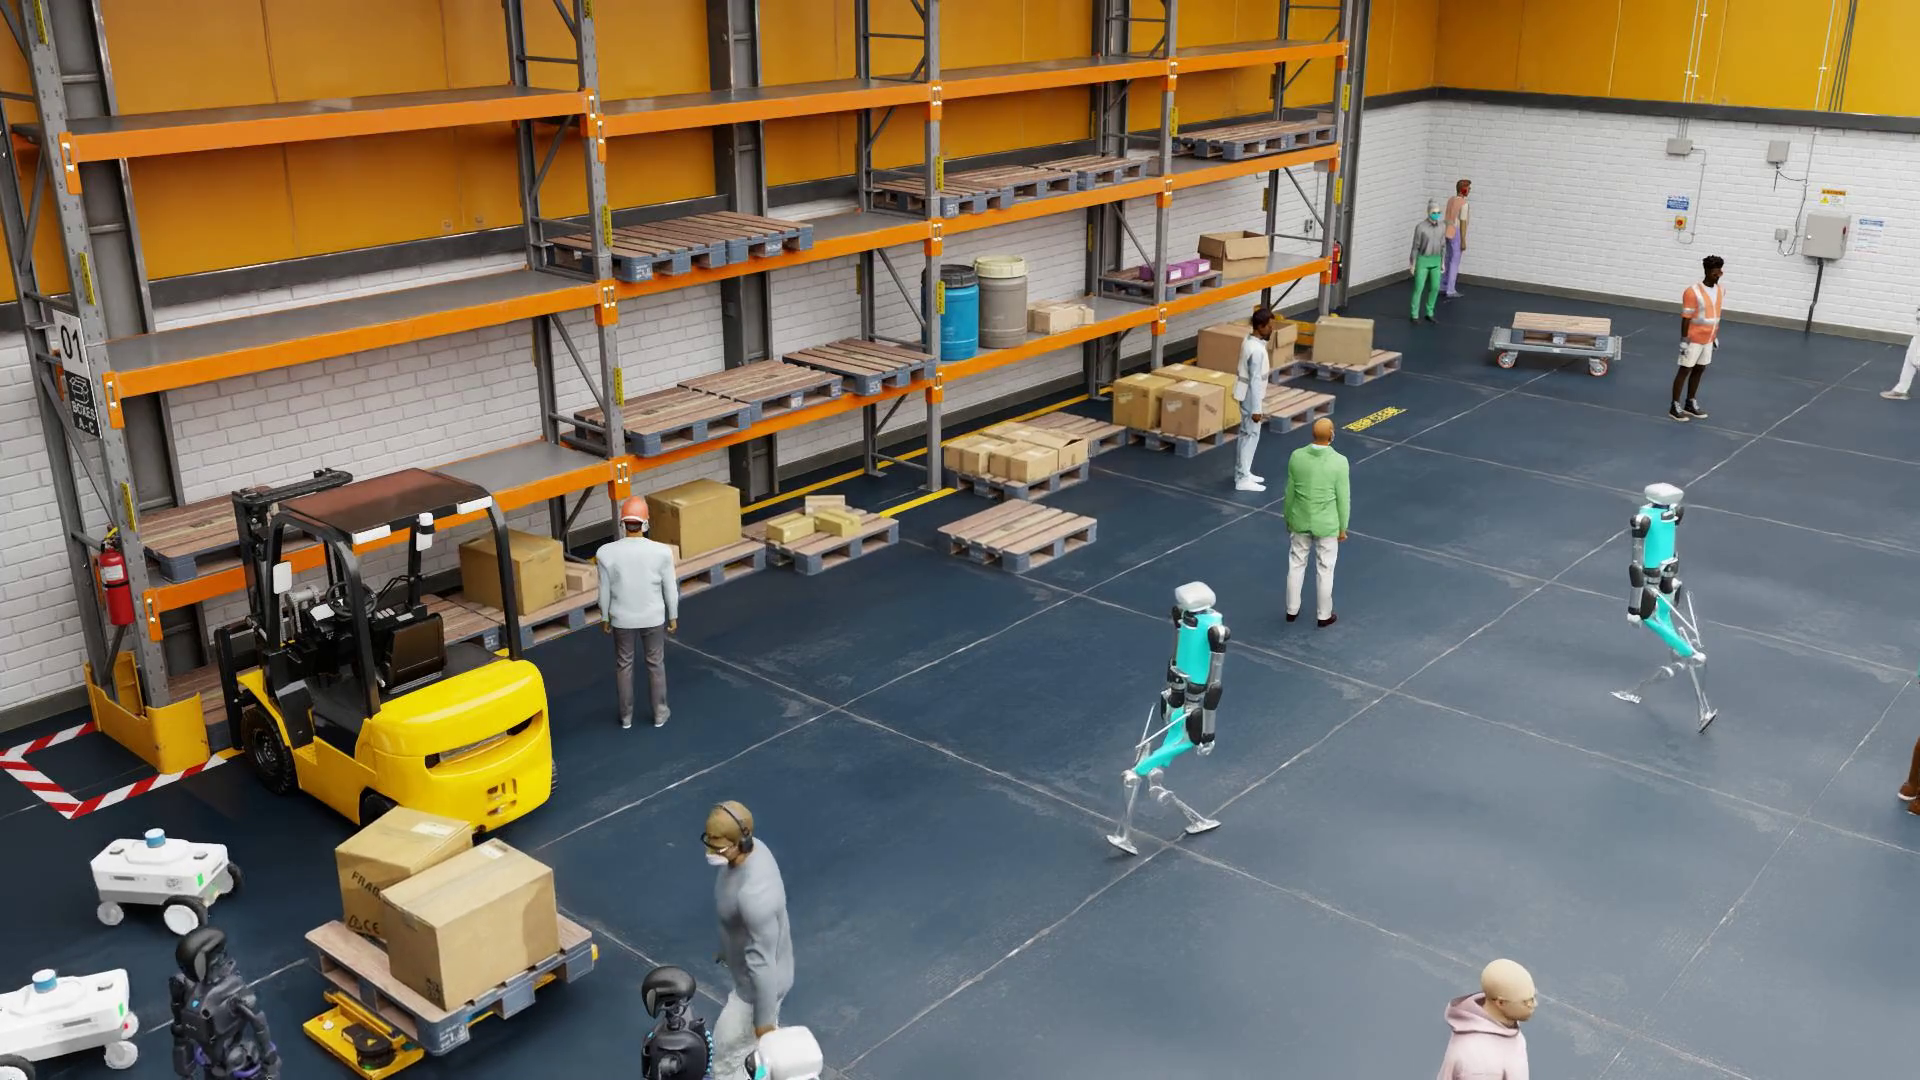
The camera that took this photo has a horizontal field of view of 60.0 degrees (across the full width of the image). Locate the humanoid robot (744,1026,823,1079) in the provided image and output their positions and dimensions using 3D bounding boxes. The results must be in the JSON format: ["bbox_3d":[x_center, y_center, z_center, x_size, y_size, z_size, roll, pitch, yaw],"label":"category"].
[{"bbox_3d":[-0.385,2.625,6.469,0.838,1.856,0.542,-11,23,-28],"label":"humanoid robot"}]

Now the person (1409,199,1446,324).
[{"bbox_3d":[6.826,-4.074,24.329,0.532,1.837,0.352,-6,21,-15],"label":"person"}]

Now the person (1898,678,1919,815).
[{"bbox_3d":[6.448,0.935,10.771,0.437,1.832,0.546,-2,20,-4],"label":"person"}]

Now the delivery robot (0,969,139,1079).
[{"bbox_3d":[-4.624,2.468,8.451,0.778,0.594,0.499,-9,22,-22],"label":"delivery robot"}]

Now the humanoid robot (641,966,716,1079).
[{"bbox_3d":[-1.130,2.466,6.815,0.315,1.657,0.599,-1,20,-2],"label":"humanoid robot"}]

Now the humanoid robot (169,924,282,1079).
[{"bbox_3d":[-3.131,2.354,7.208,0.600,1.627,0.776,8,22,20],"label":"humanoid robot"}]

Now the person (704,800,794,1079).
[{"bbox_3d":[-1.010,2.033,7.657,0.498,1.916,0.723,-3,21,-9],"label":"person"}]

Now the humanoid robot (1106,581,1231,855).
[{"bbox_3d":[1.216,1.156,10.359,1.022,1.771,0.538,-9,22,-22],"label":"humanoid robot"}]

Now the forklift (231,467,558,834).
[{"bbox_3d":[-3.730,0.710,10.856,2.313,2.155,1.214,17,26,38],"label":"forklift"}]

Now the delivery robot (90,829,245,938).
[{"bbox_3d":[-4.656,1.991,9.769,0.801,0.612,0.499,2,20,6],"label":"delivery robot"}]

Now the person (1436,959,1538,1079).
[{"bbox_3d":[2.069,2.456,6.709,0.400,1.781,0.535,7,21,19],"label":"person"}]

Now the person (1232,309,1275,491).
[{"bbox_3d":[3.003,-1.441,17.098,0.408,1.907,0.594,1,20,2],"label":"person"}]

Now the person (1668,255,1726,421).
[{"bbox_3d":[8.703,-2.384,19.561,0.608,1.964,0.366,-10,22,-25],"label":"person"}]

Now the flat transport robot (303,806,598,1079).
[{"bbox_3d":[-2.740,2.406,9.032,0.659,0.231,1.431,16,26,37],"label":"flat transport robot"}]

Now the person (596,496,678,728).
[{"bbox_3d":[-2.316,0.524,12.004,0.572,1.740,0.344,-3,20,-9],"label":"person"}]

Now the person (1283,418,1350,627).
[{"bbox_3d":[2.945,-0.144,13.756,0.550,1.783,0.384,10,23,25],"label":"person"}]

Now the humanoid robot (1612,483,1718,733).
[{"bbox_3d":[5.281,0.528,12.038,0.542,1.765,0.958,-14,25,-34],"label":"humanoid robot"}]

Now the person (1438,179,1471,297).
[{"bbox_3d":[7.769,-4.737,26.130,0.391,1.837,0.557,-3,20,-7],"label":"person"}]

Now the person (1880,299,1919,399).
[{"bbox_3d":[11.787,-2.581,20.236,0.708,1.865,0.595,9,22,23],"label":"person"}]
